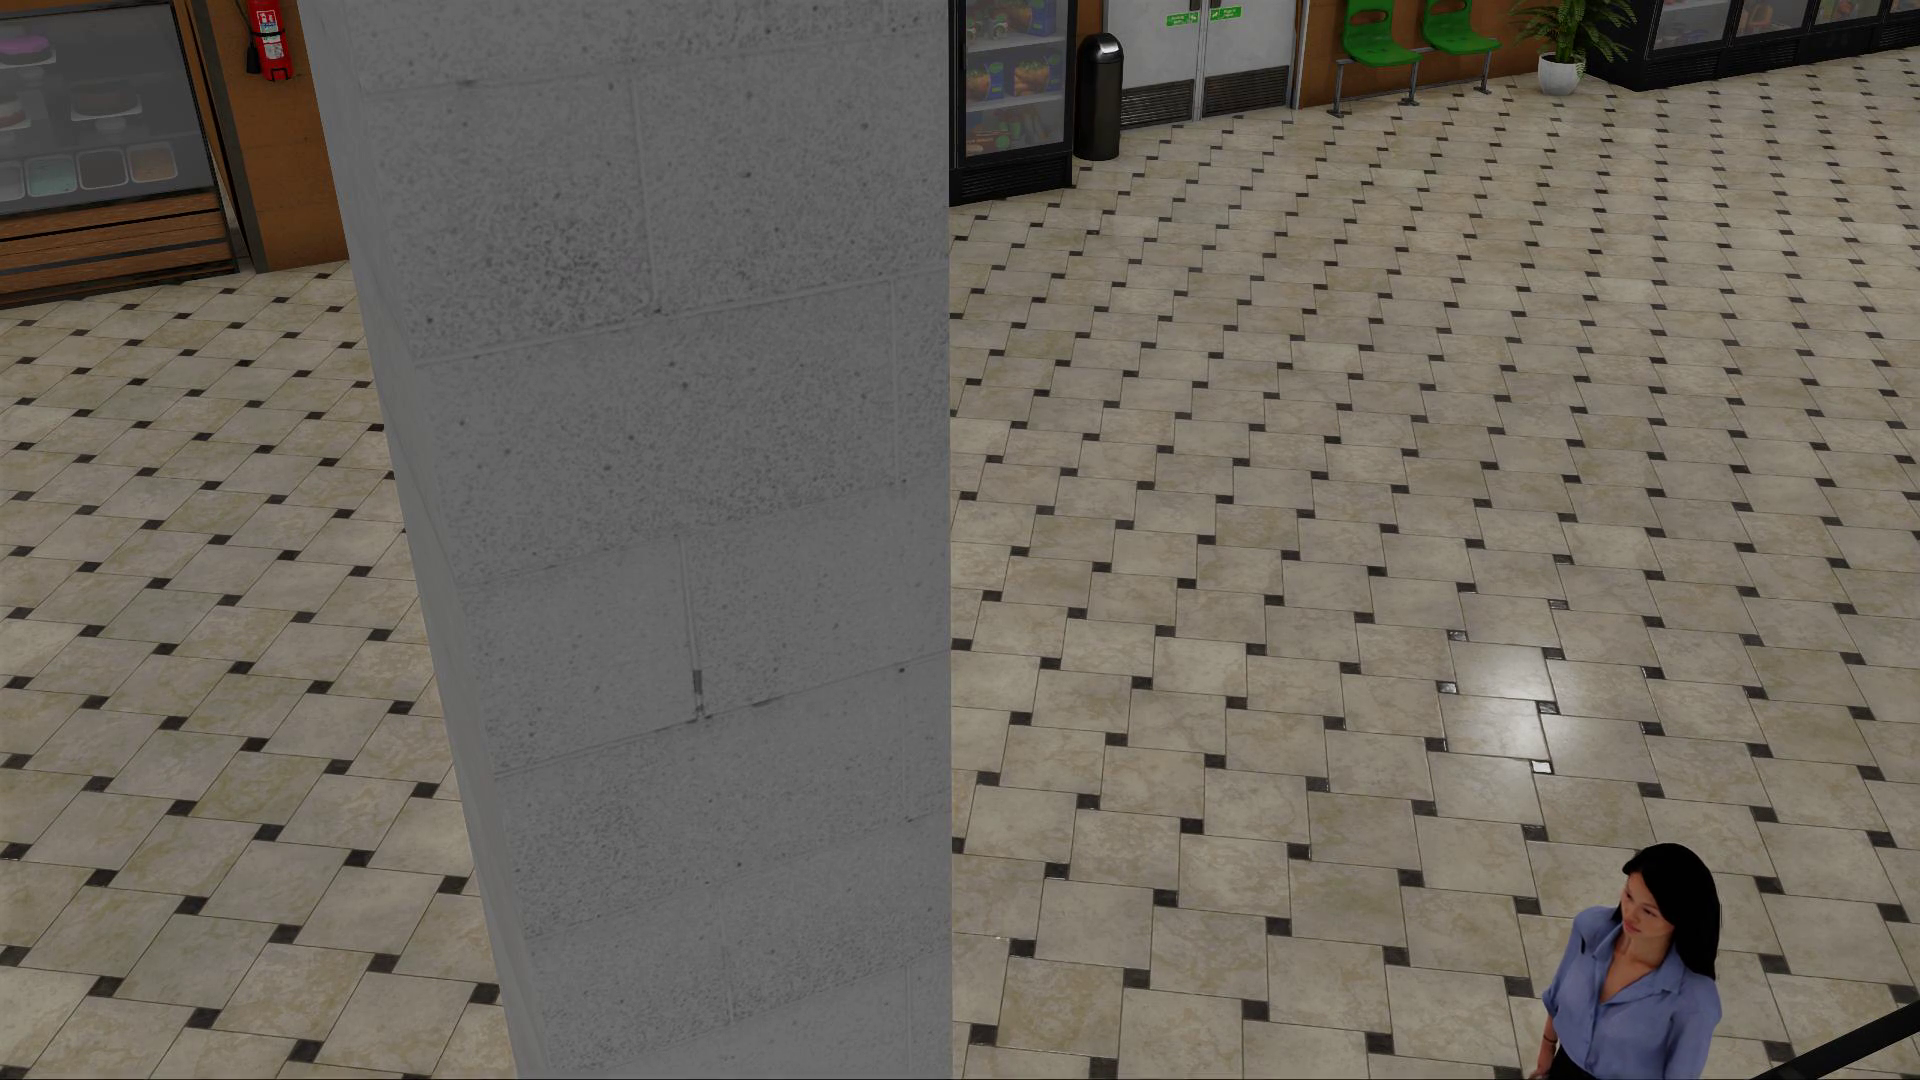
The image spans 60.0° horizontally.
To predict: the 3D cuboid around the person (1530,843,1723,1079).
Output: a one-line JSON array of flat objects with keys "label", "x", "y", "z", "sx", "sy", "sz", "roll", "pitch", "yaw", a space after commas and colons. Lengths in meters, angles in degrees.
[{"label": "person", "x": 1.826, "y": 1.524, "z": 4.616, "sx": 0.717, "sy": 1.743, "sz": 0.532, "roll": -18, "pitch": 36, "yaw": -27}]
